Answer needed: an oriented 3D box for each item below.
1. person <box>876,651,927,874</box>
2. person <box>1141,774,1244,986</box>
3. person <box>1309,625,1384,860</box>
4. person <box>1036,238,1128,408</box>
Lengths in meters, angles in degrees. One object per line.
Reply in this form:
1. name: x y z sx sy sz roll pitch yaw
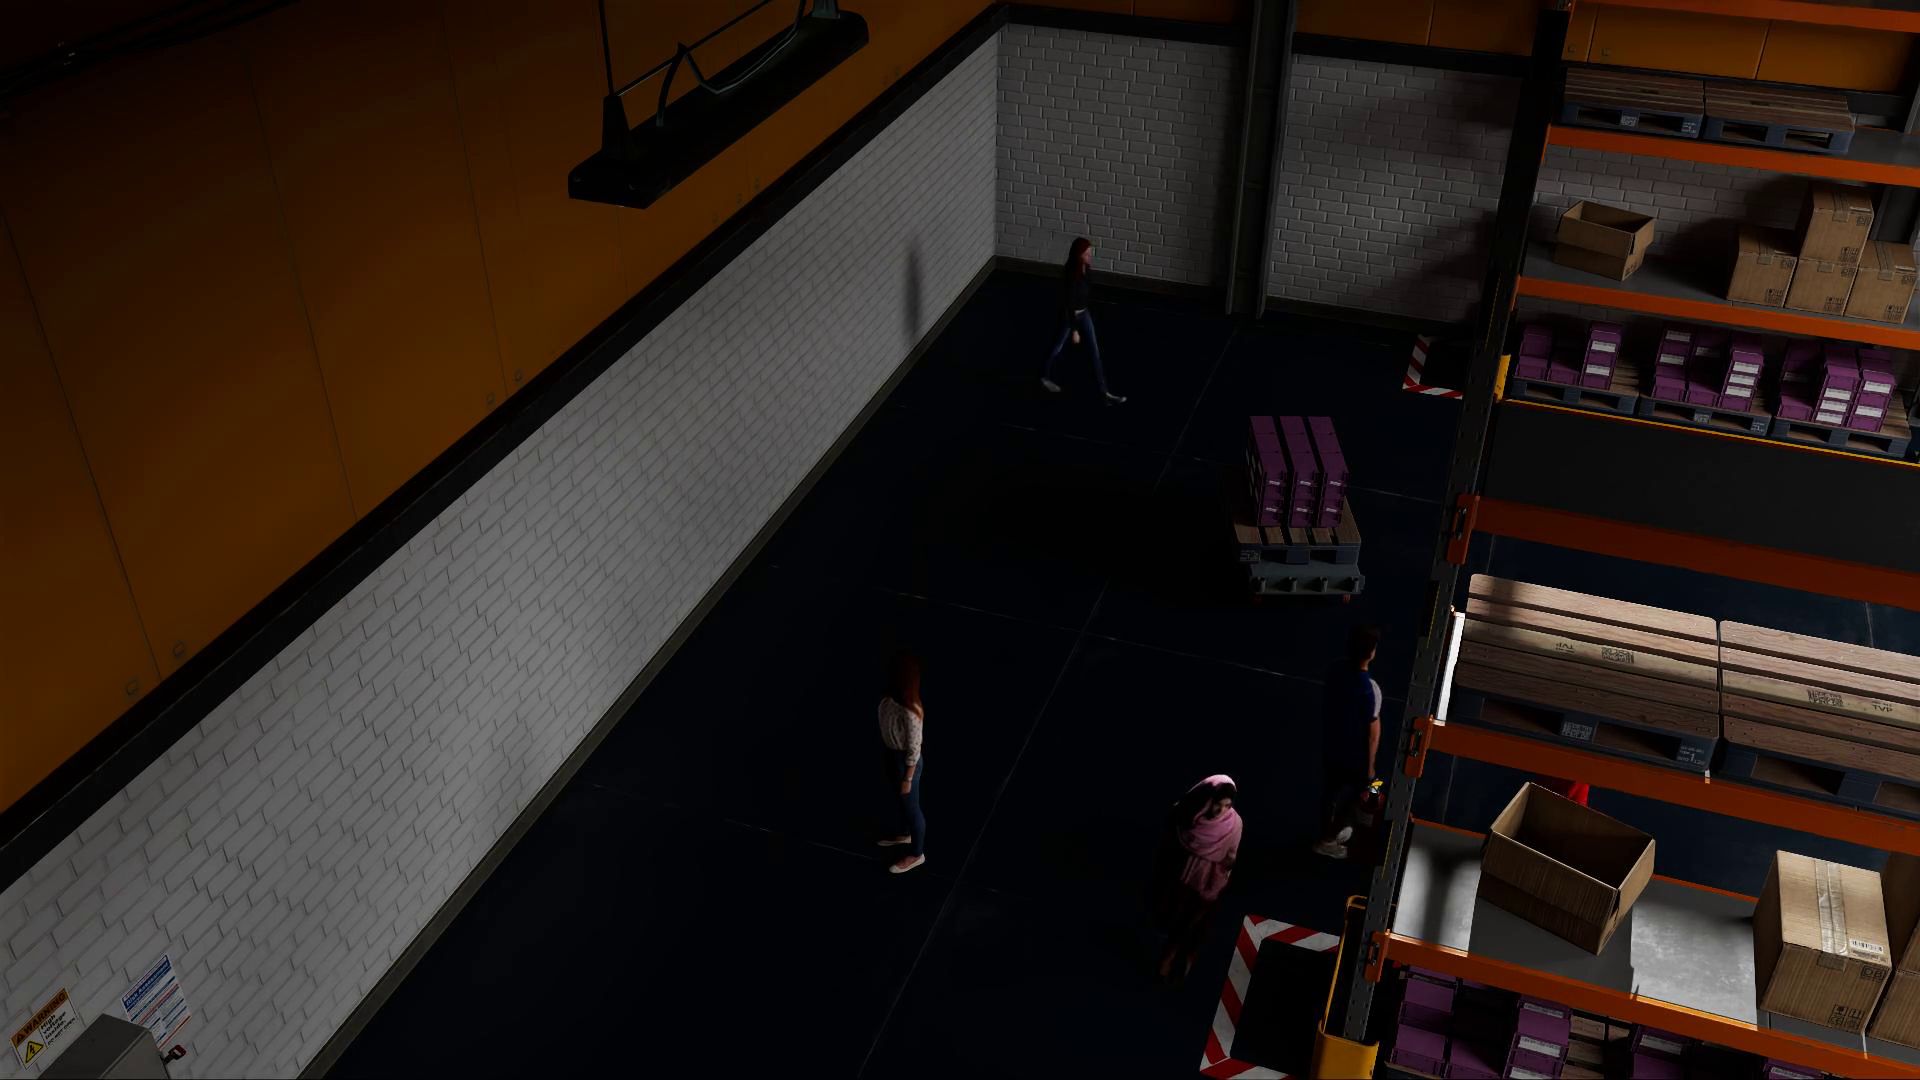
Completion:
1. person: -0.364 1.425 10.874 0.691 1.729 0.653 -11 35 -15
2. person: 1.431 1.988 10.127 0.738 1.618 0.752 14 36 20
3. person: 2.470 1.366 10.846 0.910 1.858 0.842 -18 38 -25
4. person: 1.028 -2.115 16.212 1.313 1.717 0.833 21 39 28
